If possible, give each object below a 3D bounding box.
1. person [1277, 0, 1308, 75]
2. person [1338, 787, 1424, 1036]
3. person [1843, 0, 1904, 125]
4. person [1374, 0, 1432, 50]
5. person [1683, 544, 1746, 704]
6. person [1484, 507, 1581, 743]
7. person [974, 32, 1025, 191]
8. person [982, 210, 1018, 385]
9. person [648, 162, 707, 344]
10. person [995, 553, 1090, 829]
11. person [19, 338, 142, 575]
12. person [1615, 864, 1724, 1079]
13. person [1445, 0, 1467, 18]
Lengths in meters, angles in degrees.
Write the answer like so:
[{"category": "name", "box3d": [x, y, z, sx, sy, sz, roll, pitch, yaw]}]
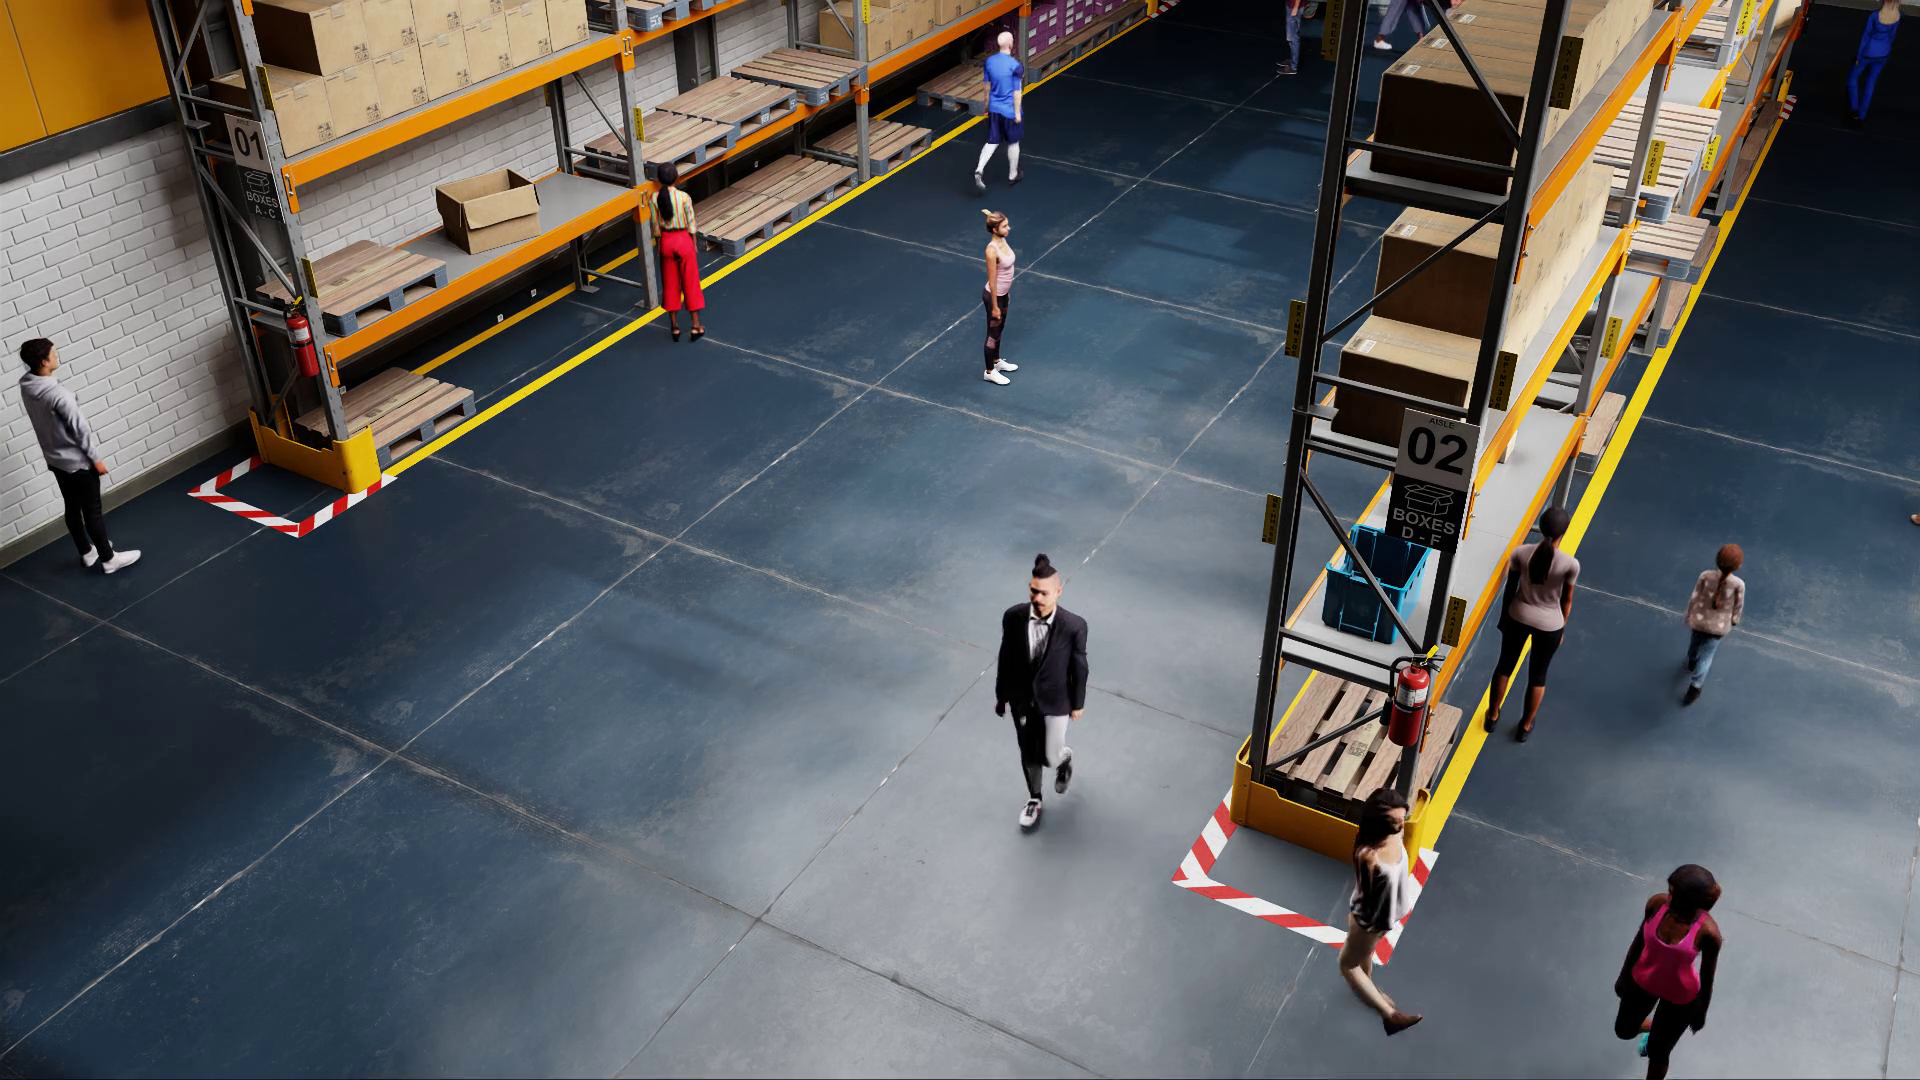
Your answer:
[{"category": "person", "box3d": [4.601, -7.337, 22.725, 0.776, 1.854, 0.599, 7, 34, 11]}, {"category": "person", "box3d": [2.322, 2.023, 8.829, 0.696, 1.649, 0.775, 3, 34, 4]}, {"category": "person", "box3d": [11.530, -6.045, 20.932, 0.746, 1.689, 0.781, 0, 34, 0]}, {"category": "person", "box3d": [6.188, -7.742, 23.517, 0.790, 1.652, 1.088, 10, 35, 15]}, {"category": "person", "box3d": [5.149, 0.586, 11.425, 0.523, 1.169, 0.823, 21, 39, 29]}, {"category": "person", "box3d": [3.771, 0.557, 10.949, 0.580, 1.744, 0.515, 18, 38, 25]}, {"category": "person", "box3d": [0.459, -4.887, 19.073, 0.695, 1.818, 1.094, 19, 38, 26]}, {"category": "person", "box3d": [0.332, -2.250, 15.265, 0.670, 1.641, 0.546, 10, 35, 14]}, {"category": "person", "box3d": [-2.704, -2.748, 15.878, 0.688, 1.792, 0.688, 3, 34, 4]}, {"category": "person", "box3d": [0.526, 0.890, 10.274, 0.750, 1.937, 0.825, 13, 36, 19]}, {"category": "person", "box3d": [-6.743, -0.631, 12.571, 0.689, 1.927, 0.573, 15, 37, 22]}, {"category": "person", "box3d": [3.596, 2.240, 8.448, 0.926, 1.709, 0.763, -28, 43, -36]}, {"category": "person", "box3d": [6.297, -6.186, 21.152, 0.769, 1.680, 0.743, -17, 37, -24]}]
